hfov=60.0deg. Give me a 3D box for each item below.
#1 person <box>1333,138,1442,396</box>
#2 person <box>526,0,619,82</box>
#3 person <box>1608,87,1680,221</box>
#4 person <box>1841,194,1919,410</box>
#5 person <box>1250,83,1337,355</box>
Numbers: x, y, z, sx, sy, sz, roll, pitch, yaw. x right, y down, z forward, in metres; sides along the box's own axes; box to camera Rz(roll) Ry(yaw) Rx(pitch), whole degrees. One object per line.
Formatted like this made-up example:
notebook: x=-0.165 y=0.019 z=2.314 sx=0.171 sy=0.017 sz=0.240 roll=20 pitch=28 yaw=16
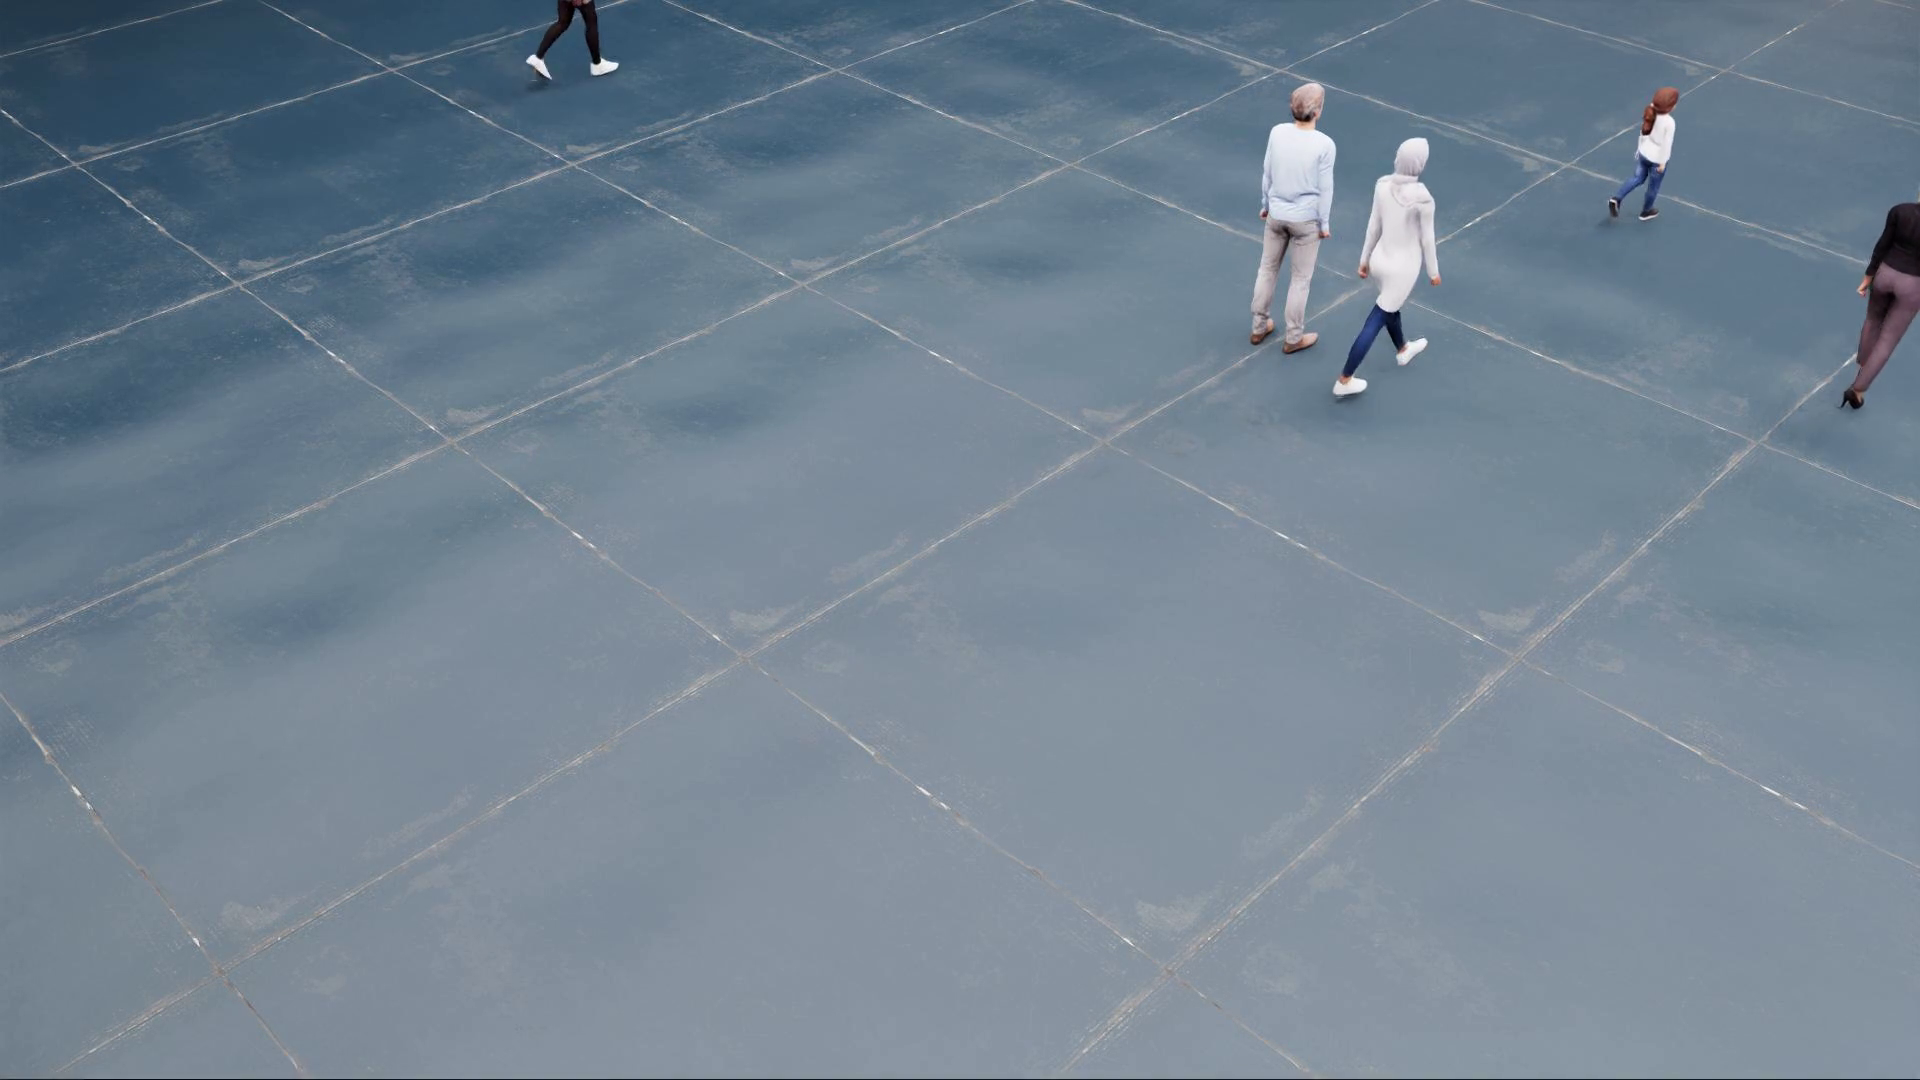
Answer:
person: x=2.746 y=-1.705 z=10.781 sx=1.187 sy=1.728 sz=0.816 roll=-20 pitch=41 yaw=-24
person: x=-3.637 y=-5.022 z=15.129 sx=1.147 sy=1.747 sz=0.743 roll=-24 pitch=43 yaw=-28
person: x=5.387 y=-3.010 z=13.017 sx=0.758 sy=1.099 sz=0.585 roll=-15 pitch=40 yaw=-19
person: x=5.954 y=-1.556 z=10.645 sx=0.763 sy=1.656 sz=0.654 roll=-25 pitch=44 yaw=-29
person: x=2.253 y=-2.172 z=11.260 sx=0.691 sy=1.892 sz=0.590 roll=25 pitch=44 yaw=30
